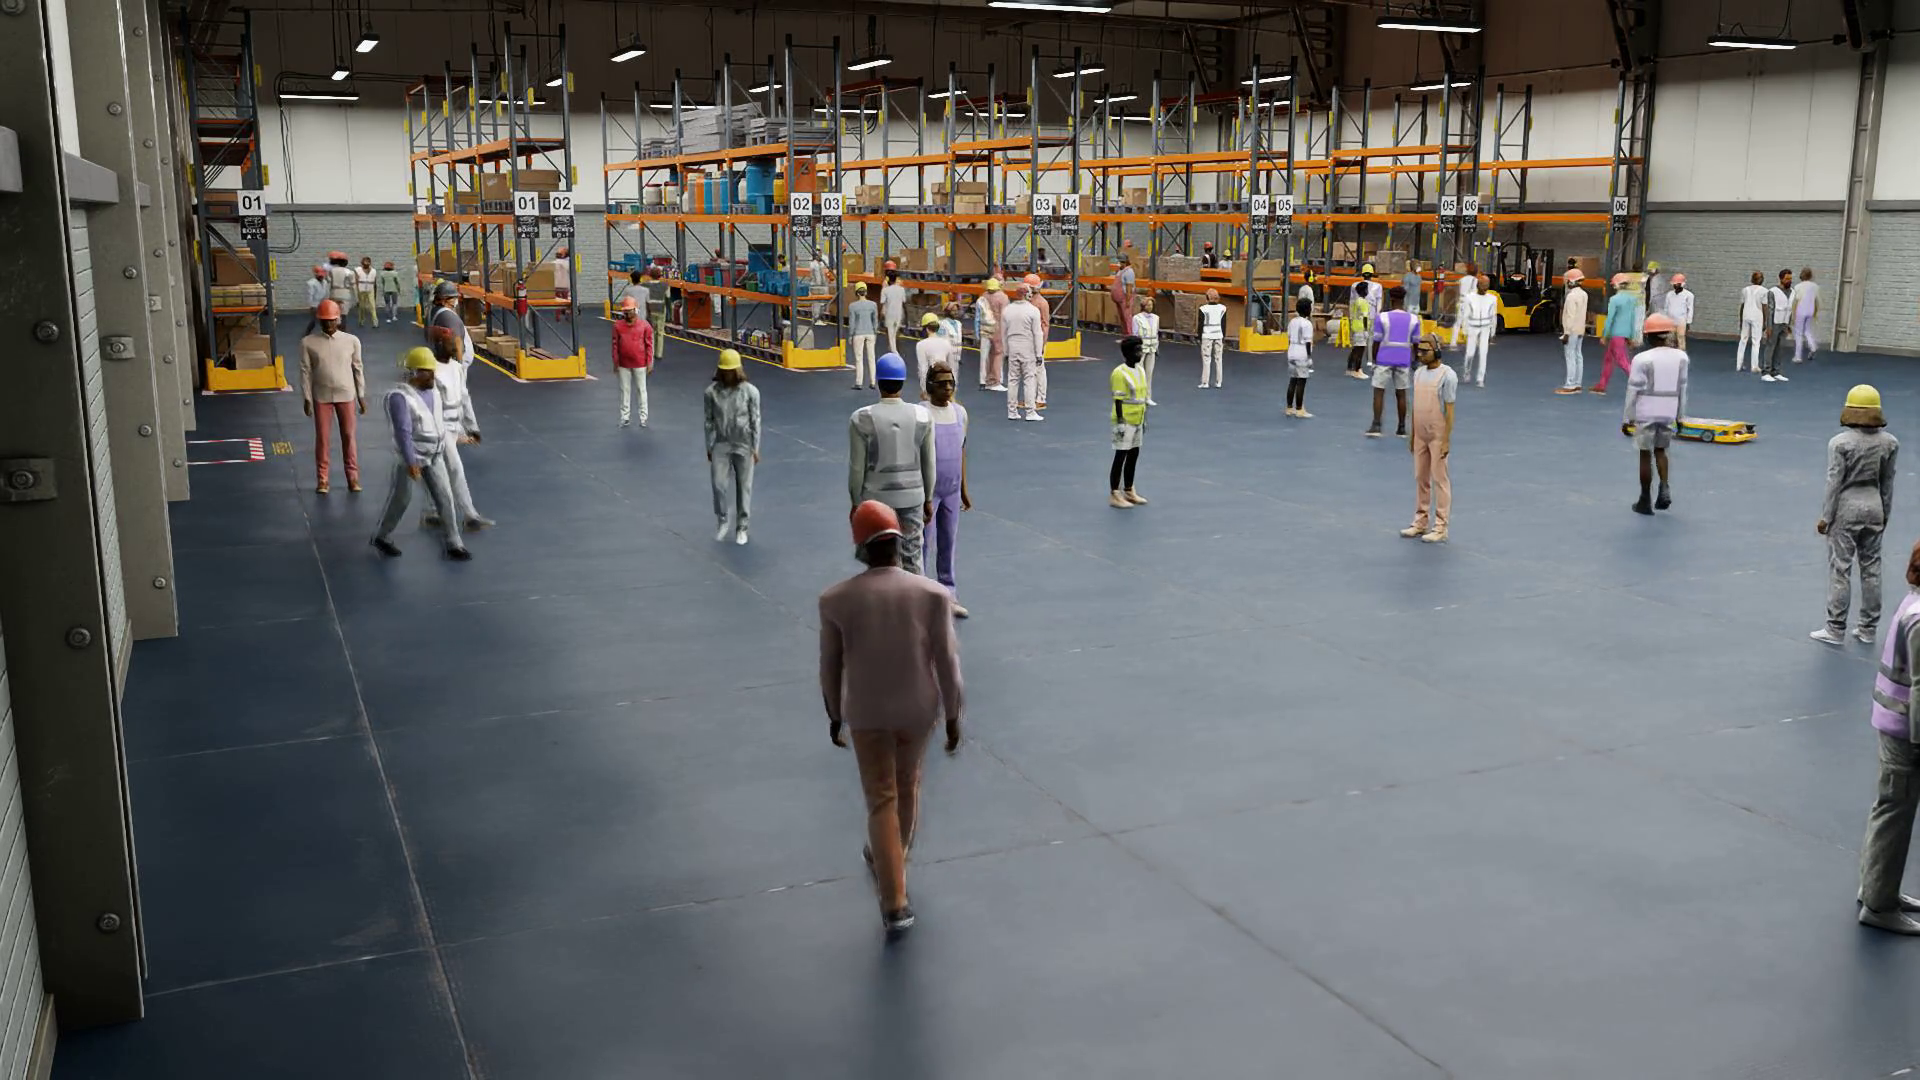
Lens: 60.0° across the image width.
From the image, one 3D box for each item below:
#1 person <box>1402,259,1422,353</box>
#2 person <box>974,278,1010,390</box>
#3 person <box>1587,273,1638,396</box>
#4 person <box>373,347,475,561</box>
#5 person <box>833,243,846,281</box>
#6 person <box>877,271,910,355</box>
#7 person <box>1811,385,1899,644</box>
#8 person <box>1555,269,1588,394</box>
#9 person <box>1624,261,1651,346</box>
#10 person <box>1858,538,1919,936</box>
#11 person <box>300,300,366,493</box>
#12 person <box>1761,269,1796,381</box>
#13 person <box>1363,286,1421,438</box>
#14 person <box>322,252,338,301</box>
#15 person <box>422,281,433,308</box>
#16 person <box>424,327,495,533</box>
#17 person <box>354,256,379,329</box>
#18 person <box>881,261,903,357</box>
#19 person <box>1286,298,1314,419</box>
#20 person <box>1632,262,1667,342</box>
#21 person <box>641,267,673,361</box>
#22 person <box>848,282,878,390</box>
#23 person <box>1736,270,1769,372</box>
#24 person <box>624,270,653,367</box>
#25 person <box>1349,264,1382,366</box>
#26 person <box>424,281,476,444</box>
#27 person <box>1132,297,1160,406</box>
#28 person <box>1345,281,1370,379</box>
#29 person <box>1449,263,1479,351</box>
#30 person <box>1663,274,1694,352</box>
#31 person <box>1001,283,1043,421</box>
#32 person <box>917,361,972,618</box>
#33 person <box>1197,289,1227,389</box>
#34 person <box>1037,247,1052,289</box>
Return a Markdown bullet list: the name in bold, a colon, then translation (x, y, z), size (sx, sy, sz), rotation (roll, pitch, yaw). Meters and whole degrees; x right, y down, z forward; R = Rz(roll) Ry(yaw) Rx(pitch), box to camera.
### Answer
- **person**: translation (9.321, -4.831, 34.342), size (0.359, 1.938, 0.632), rotation (10, 15, 42)
- **person**: translation (0.529, -3.341, 27.049), size (0.600, 1.827, 0.404), rotation (-1, 11, -5)
- **person**: translation (10.450, -3.227, 26.204), size (0.638, 1.939, 0.987), rotation (-11, 15, -43)
- **person**: translation (-4.533, -0.713, 13.806), size (0.918, 1.790, 0.595), rotation (5, 12, 24)
- **person**: translation (-3.401, -7.554, 47.943), size (0.605, 2.033, 0.391), rotation (0, 11, 0)
- **person**: translation (-1.293, -4.027, 30.555), size (0.613, 1.832, 0.735), rotation (-8, 14, -36)
- **person**: translation (5.991, -0.169, 11.152), size (0.492, 1.740, 0.325), rotation (-1, 11, -7)
- **person**: translation (9.767, -3.323, 26.534), size (0.396, 1.992, 0.623), rotation (10, 15, 41)
- **person**: translation (14.677, -5.138, 36.151), size (0.622, 1.845, 0.429), rotation (7, 13, 30)
- **person**: translation (3.836, 0.767, 6.688), size (0.316, 1.629, 0.508), rotation (7, 13, 30)
- **person**: translation (-6.461, -1.477, 17.160), size (0.623, 1.989, 0.400), rotation (-5, 12, -24)
- **person**: translation (14.079, -3.692, 28.605), size (0.590, 1.919, 0.393), rotation (-5, 12, -25)
- **person**: translation (5.545, -2.266, 21.289), size (0.767, 1.946, 0.563), rotation (-1, 11, -4)
- **person**: translation (-16.321, -6.561, 43.313), size (1.014, 1.885, 0.544), rotation (11, 16, 44)
- **person**: translation (-14.304, -6.694, 44.372), size (0.507, 1.719, 0.589), rotation (10, 15, 40)
- **person**: translation (-4.537, -0.988, 15.021), size (0.897, 1.845, 0.604), rotation (3, 12, 15)
- **person**: translation (-14.904, -6.209, 41.718), size (0.586, 1.800, 0.974), rotation (-7, 13, -33)
- **person**: translation (-1.360, -4.504, 32.682), size (0.357, 1.938, 0.542), rotation (7, 13, 33)
- **person**: translation (4.799, -2.563, 23.429), size (0.317, 1.696, 0.540), rotation (-4, 12, -17)
- **person**: translation (15.473, -5.326, 37.257), size (0.925, 1.783, 0.603), rotation (4, 12, 19)
- **person**: translation (-5.947, -4.450, 32.696), size (0.586, 1.817, 0.711), rotation (-1, 11, -7)
- **person**: translation (-1.594, -3.336, 27.208), size (0.524, 1.760, 0.327), rotation (-6, 13, -27)
- **person**: translation (14.430, -3.973, 30.260), size (0.349, 1.837, 0.502), rotation (-8, 14, -37)
- **person**: translation (-5.909, -4.058, 30.695), size (0.529, 1.847, 0.735), rotation (-5, 12, -26)
- **person**: translation (7.679, -4.258, 31.516), size (0.602, 1.913, 0.424), rotation (6, 13, 28)
- **person**: translation (-6.367, -2.230, 20.865), size (0.538, 2.000, 0.690), rotation (-11, 15, -43)
- **person**: translation (2.768, -2.812, 24.841), size (0.515, 1.640, 0.315), rotation (-8, 14, -35)
- **person**: translation (6.939, -3.648, 28.976), size (0.349, 1.688, 0.593), rotation (-2, 11, -11)
- **person**: translation (10.683, -4.884, 34.914), size (1.018, 1.825, 0.586), rotation (-7, 13, -33)
- **person**: translation (13.354, -4.081, 31.007), size (0.344, 1.747, 0.572), rotation (-7, 13, -33)
- **person**: translation (0.890, -2.603, 23.105), size (0.645, 1.908, 0.408), rotation (8, 14, 34)
- **person**: translation (-0.146, -0.342, 11.766), size (0.504, 1.847, 0.344), rotation (-8, 14, -35)
- **person**: translation (4.140, -3.305, 27.349), size (0.514, 1.641, 0.307), rotation (-4, 12, -18)
- **person**: translation (2.345, -7.380, 47.372), size (0.629, 1.905, 0.434), rotation (-6, 12, -26)
